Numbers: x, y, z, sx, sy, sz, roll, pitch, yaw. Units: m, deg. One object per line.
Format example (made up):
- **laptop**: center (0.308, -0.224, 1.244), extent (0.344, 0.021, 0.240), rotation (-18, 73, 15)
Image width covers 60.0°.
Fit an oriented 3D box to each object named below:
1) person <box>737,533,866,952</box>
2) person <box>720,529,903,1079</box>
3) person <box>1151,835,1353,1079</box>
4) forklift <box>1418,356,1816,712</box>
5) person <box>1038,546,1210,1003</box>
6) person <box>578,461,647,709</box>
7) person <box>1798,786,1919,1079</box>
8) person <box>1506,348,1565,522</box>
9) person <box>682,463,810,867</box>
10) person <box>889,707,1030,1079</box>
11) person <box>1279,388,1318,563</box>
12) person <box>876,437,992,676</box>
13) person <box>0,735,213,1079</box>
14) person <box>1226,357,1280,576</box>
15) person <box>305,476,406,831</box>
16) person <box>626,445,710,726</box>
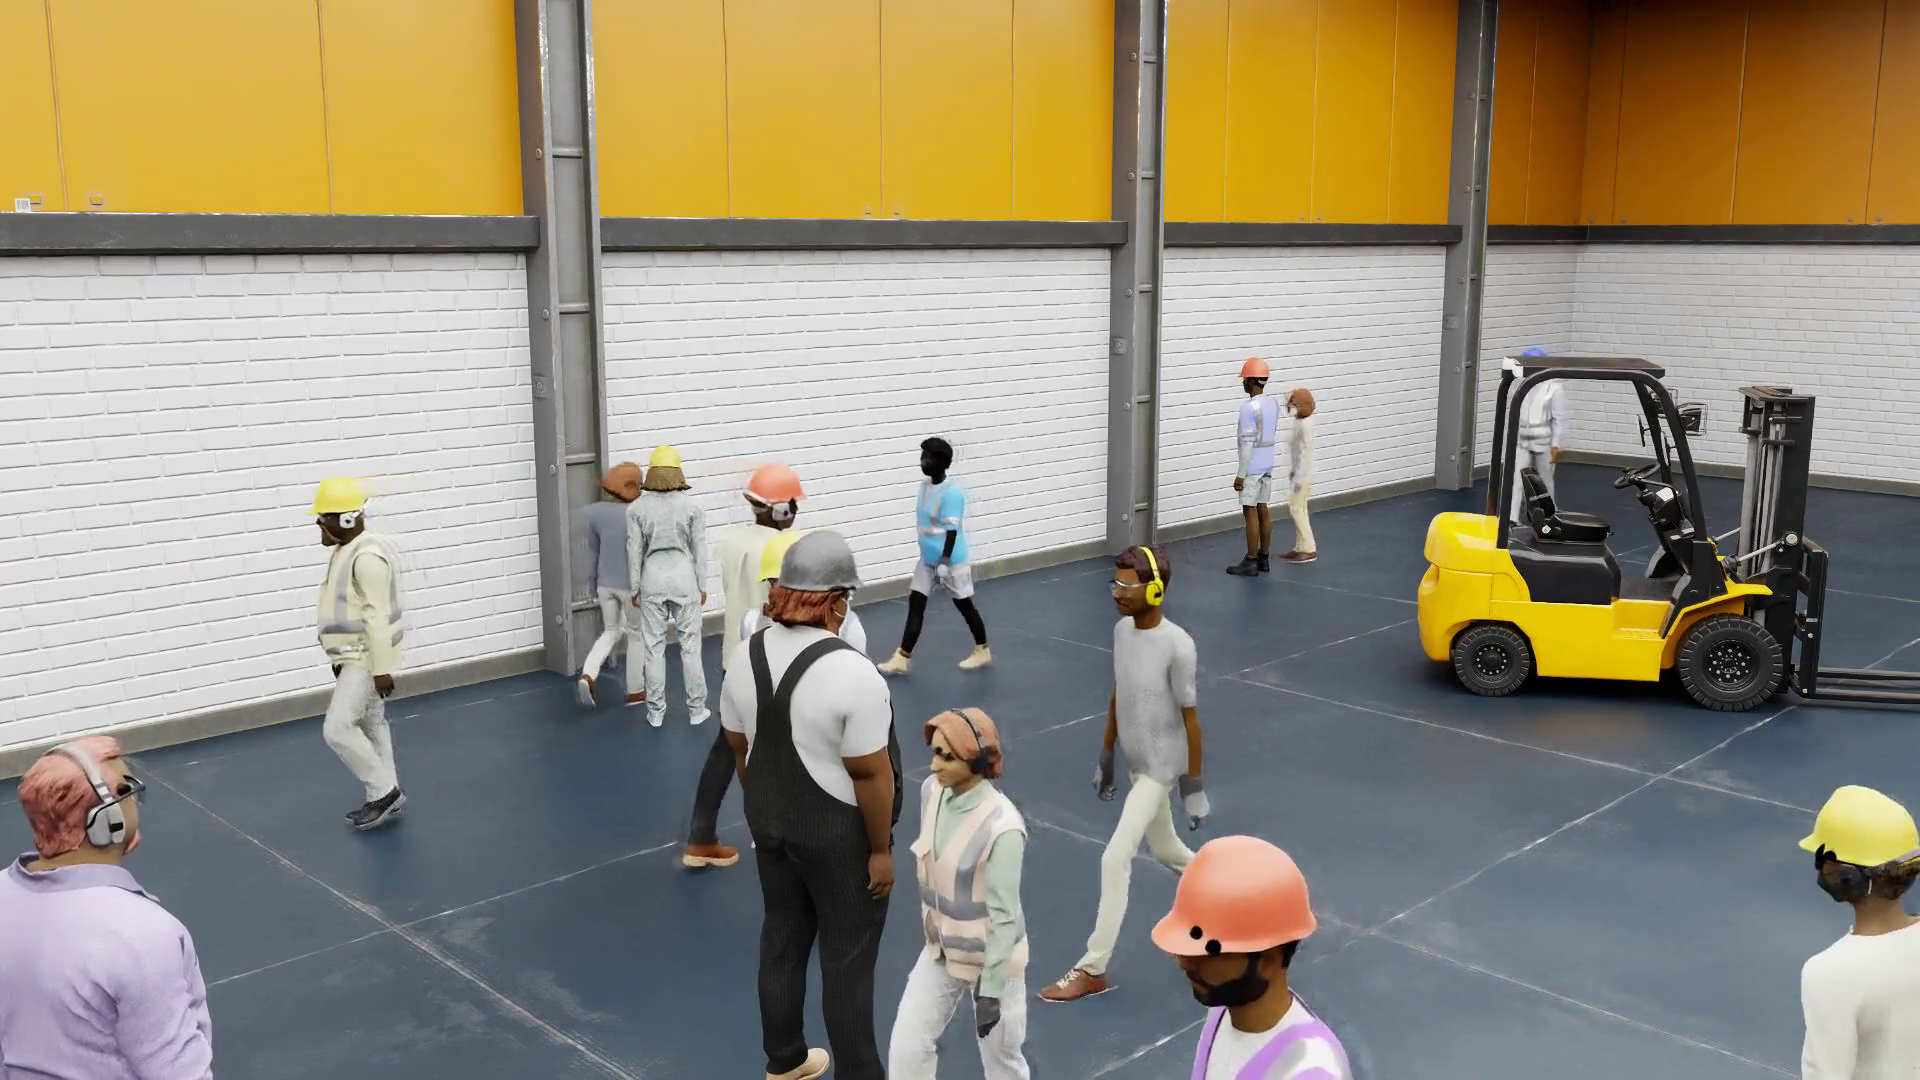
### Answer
- **person**: center (-0.672, 0.830, 7.143), extent (0.593, 1.788, 0.942), rotation (4, 11, 18)
- **person**: center (-0.448, 0.962, 5.699), extent (0.678, 2.000, 0.537), rotation (8, 13, 38)
- **person**: center (0.485, 1.493, 3.197), extent (0.958, 1.895, 0.564), rotation (-2, 11, -13)
- **forklift**: center (4.276, -0.101, 11.076), extent (2.313, 2.155, 1.214), rotation (2, 11, 13)
- **person**: center (0.794, 0.900, 6.676), extent (1.007, 1.821, 0.525), rotation (-4, 11, -21)
- **person**: center (-2.163, 0.298, 10.494), extent (0.512, 1.606, 0.597), rotation (5, 12, 27)
- **person**: center (2.134, 1.429, 4.034), extent (0.544, 1.722, 0.909), rotation (-5, 11, -24)
- **person**: center (5.757, -0.975, 16.652), extent (0.612, 1.910, 0.979), rotation (8, 13, 37)
- **person**: center (-0.939, 0.594, 7.987), extent (0.621, 1.950, 1.020), rotation (10, 14, 43)
- **person**: center (-0.041, 1.296, 5.030), extent (0.686, 1.607, 0.544), rotation (-7, 12, -33)
- **person**: center (3.163, -0.597, 15.376), extent (0.352, 1.619, 0.530), rotation (2, 11, 9)
- **person**: center (-0.142, 0.116, 11.375), extent (0.865, 1.649, 0.547), rotation (-6, 12, -28)
- **person**: center (-1.908, 1.376, 3.798), extent (0.642, 1.913, 0.410), rotation (5, 12, 26)
- **person**: center (2.594, -0.646, 14.750), extent (0.361, 1.938, 0.545), rotation (8, 13, 36)
- **person**: center (-3.044, 0.579, 8.395), extent (0.440, 1.814, 0.629), rotation (-6, 12, -30)
- **person**: center (-1.789, 0.283, 10.238), extent (0.486, 1.734, 0.323), rotation (-1, 10, -4)
